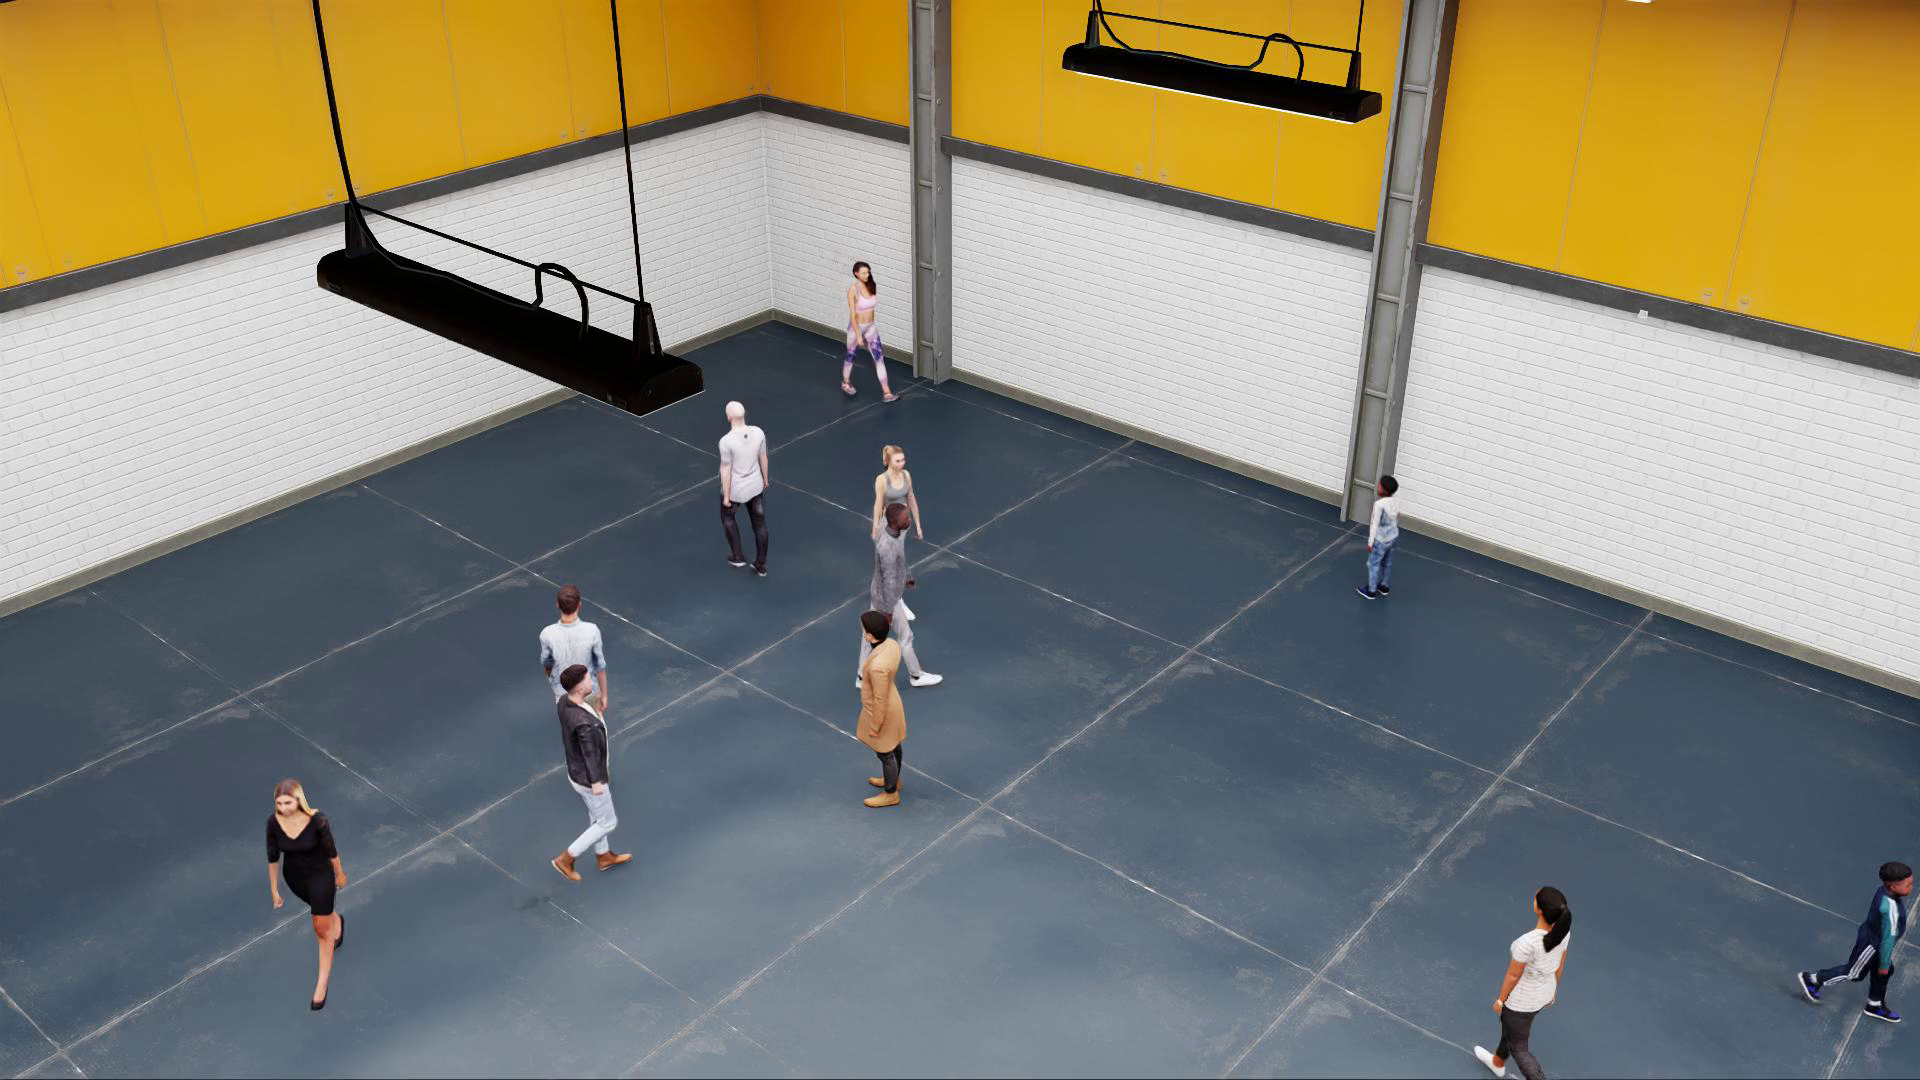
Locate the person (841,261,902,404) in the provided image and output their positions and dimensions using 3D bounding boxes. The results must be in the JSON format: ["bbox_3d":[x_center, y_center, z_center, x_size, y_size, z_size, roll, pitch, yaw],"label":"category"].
[{"bbox_3d":[-1.236,-2.485,19.911,0.679,1.715,1.196,-24,36,-36],"label":"person"}]

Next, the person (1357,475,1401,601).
[{"bbox_3d":[4.048,-0.030,15.889,0.524,1.256,0.546,-18,33,-30],"label":"person"}]

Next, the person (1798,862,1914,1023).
[{"bbox_3d":[5.996,2.643,11.006,0.898,1.239,0.578,16,33,27],"label":"person"}]

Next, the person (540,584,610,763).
[{"bbox_3d":[-2.983,1.247,12.959,0.932,1.821,1.028,-7,29,-12],"label":"person"}]

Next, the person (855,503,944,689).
[{"bbox_3d":[-0.717,0.515,14.318,1.121,1.804,1.094,-8,30,-15],"label":"person"}]

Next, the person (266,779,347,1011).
[{"bbox_3d":[-4.382,2.273,11.291,1.069,1.617,1.095,-1,29,-1],"label":"person"}]

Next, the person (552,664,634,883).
[{"bbox_3d":[-2.760,1.727,12.077,0.895,1.823,0.904,-15,32,-26],"label":"person"}]

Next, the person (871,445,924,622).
[{"bbox_3d":[-0.676,-0.137,15.639,0.642,1.684,0.889,-23,36,-36],"label":"person"}]

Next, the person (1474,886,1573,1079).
[{"bbox_3d":[3.547,2.859,10.210,0.778,1.622,1.088,-17,33,-28],"label":"person"}]

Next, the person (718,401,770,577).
[{"bbox_3d":[-2.053,-0.454,16.080,0.804,1.817,0.821,-17,33,-28],"label":"person"}]

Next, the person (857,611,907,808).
[{"bbox_3d":[-0.589,1.303,12.955,0.787,1.726,0.755,4,29,7],"label":"person"}]
